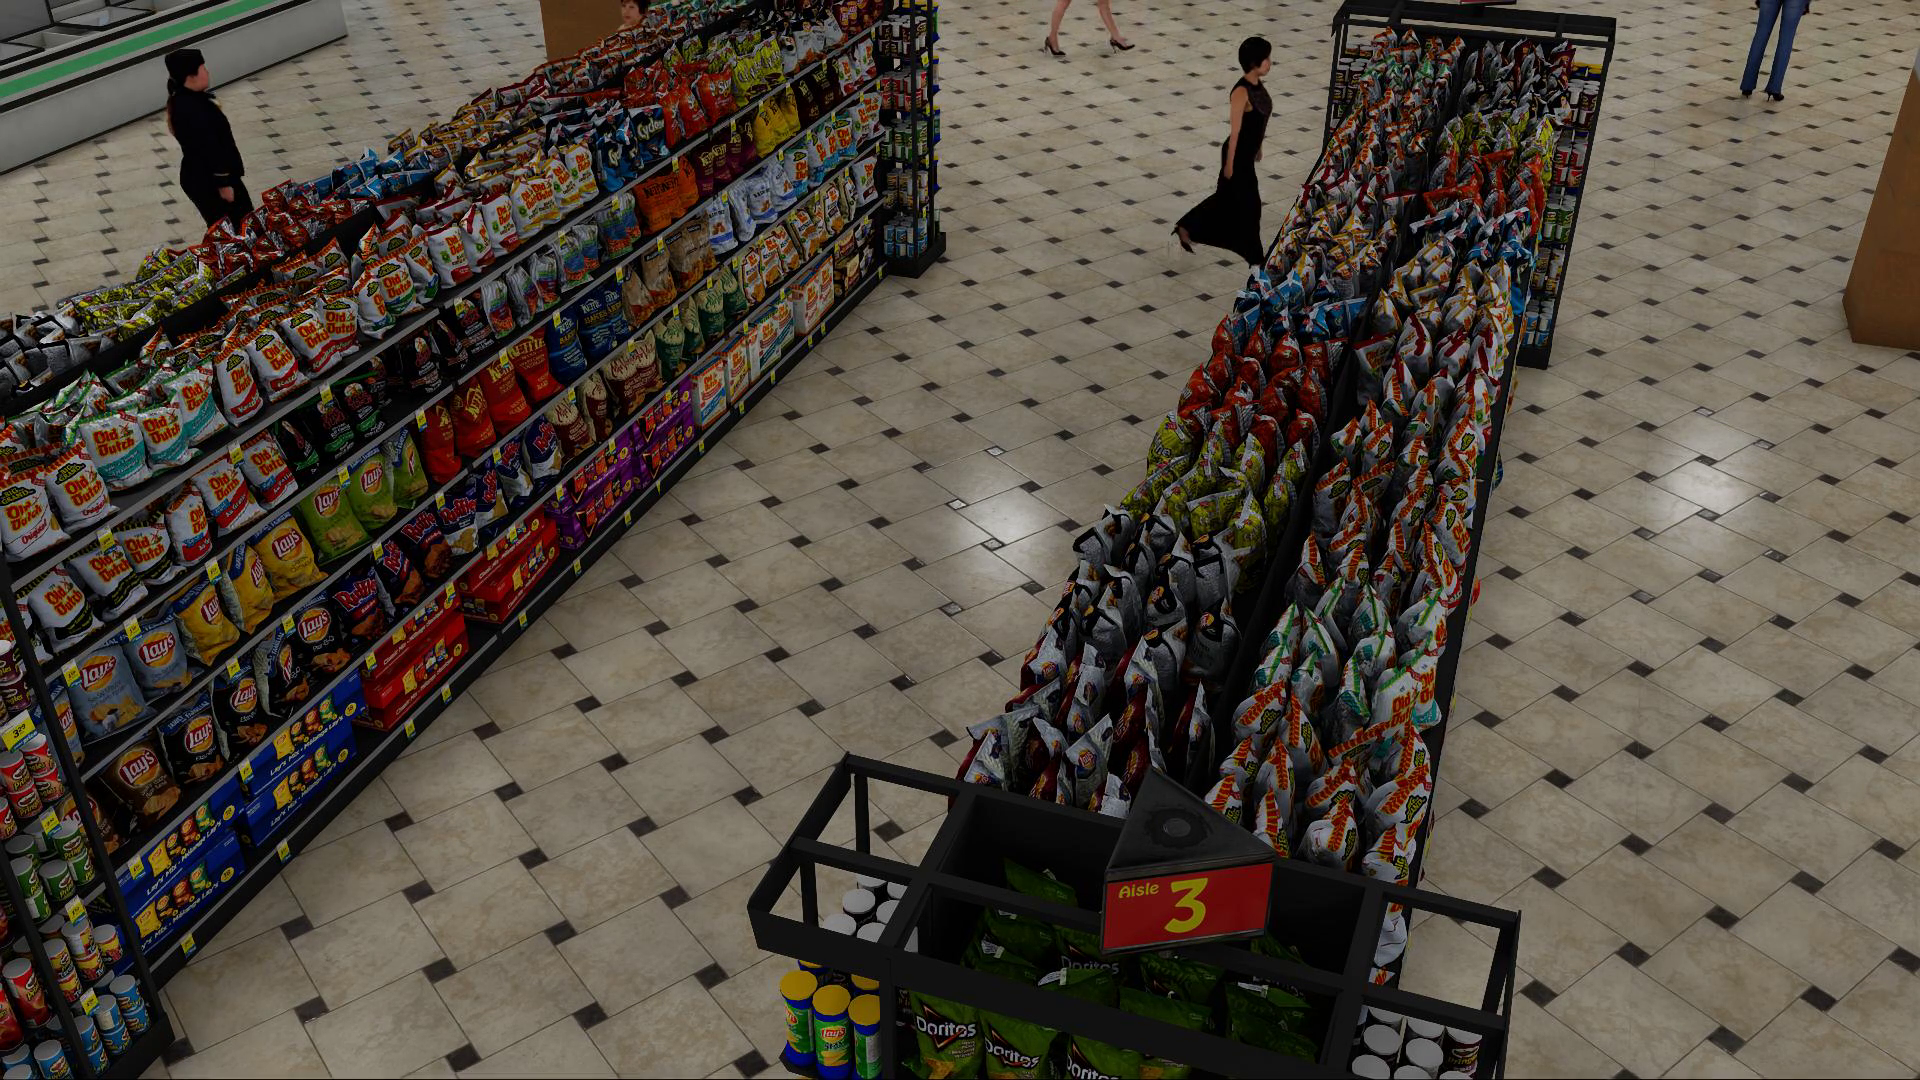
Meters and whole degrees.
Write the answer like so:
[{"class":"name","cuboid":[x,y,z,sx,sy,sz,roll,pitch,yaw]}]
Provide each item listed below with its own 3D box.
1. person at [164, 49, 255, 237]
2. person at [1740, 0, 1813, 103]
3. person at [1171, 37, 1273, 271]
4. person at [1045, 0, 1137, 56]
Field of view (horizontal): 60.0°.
[{"class":"person","cuboid":[-4.820,-2.258,10.582,0.928,1.666,0.878,-18,36,-26]},{"class":"person","cuboid":[7.147,-4.719,14.416,0.692,1.795,0.656,25,40,34]},{"class":"person","cuboid":[1.801,-2.571,11.177,0.674,1.569,0.955,11,34,17]},{"class":"person","cuboid":[1.047,-5.346,15.489,0.754,1.724,1.055,6,32,10]}]
